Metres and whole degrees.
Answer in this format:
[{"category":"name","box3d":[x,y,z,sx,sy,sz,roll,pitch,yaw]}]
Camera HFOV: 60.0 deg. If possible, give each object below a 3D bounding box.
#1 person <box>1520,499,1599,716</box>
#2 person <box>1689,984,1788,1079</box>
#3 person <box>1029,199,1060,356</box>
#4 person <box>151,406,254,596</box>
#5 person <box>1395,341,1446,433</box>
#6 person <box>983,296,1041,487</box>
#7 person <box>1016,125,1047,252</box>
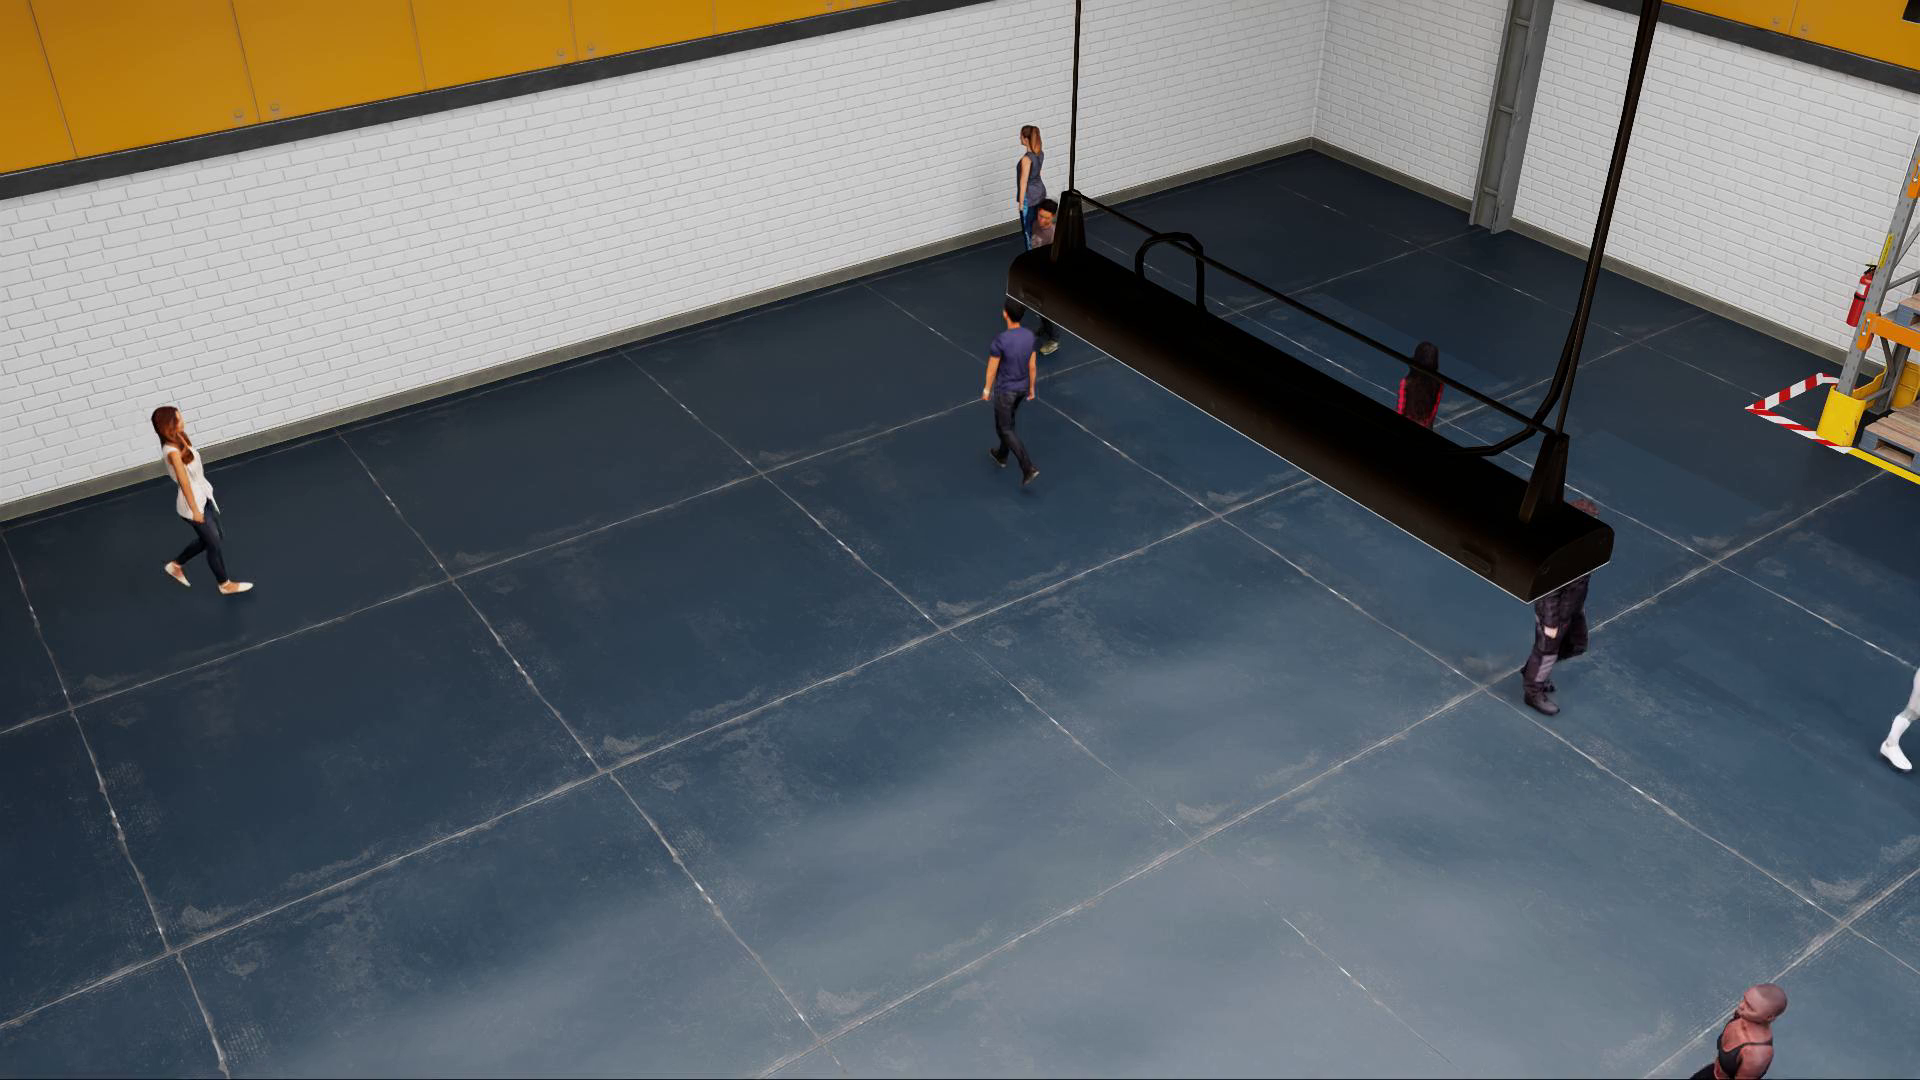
[{"category":"person","box3d":[4.355,0.451,12.260,0.723,1.832,0.786,28,43,36]},{"category":"person","box3d":[4.065,2.927,8.613,0.825,1.746,0.766,6,34,9]},{"category":"person","box3d":[0.920,-2.735,17.136,0.816,1.740,0.586,-9,35,-13]},{"category":"person","box3d":[-6.249,-0.275,13.406,0.828,1.772,0.892,-8,35,-12]},{"category":"person","box3d":[3.992,-0.968,14.552,0.642,1.658,0.608,-10,35,-14]},{"category":"person","box3d":[0.497,-1.314,14.974,0.649,1.767,1.052,-21,39,-29]},{"category":"person","box3d":[0.809,-3.856,18.839,0.658,1.722,0.635,17,37,24]}]
